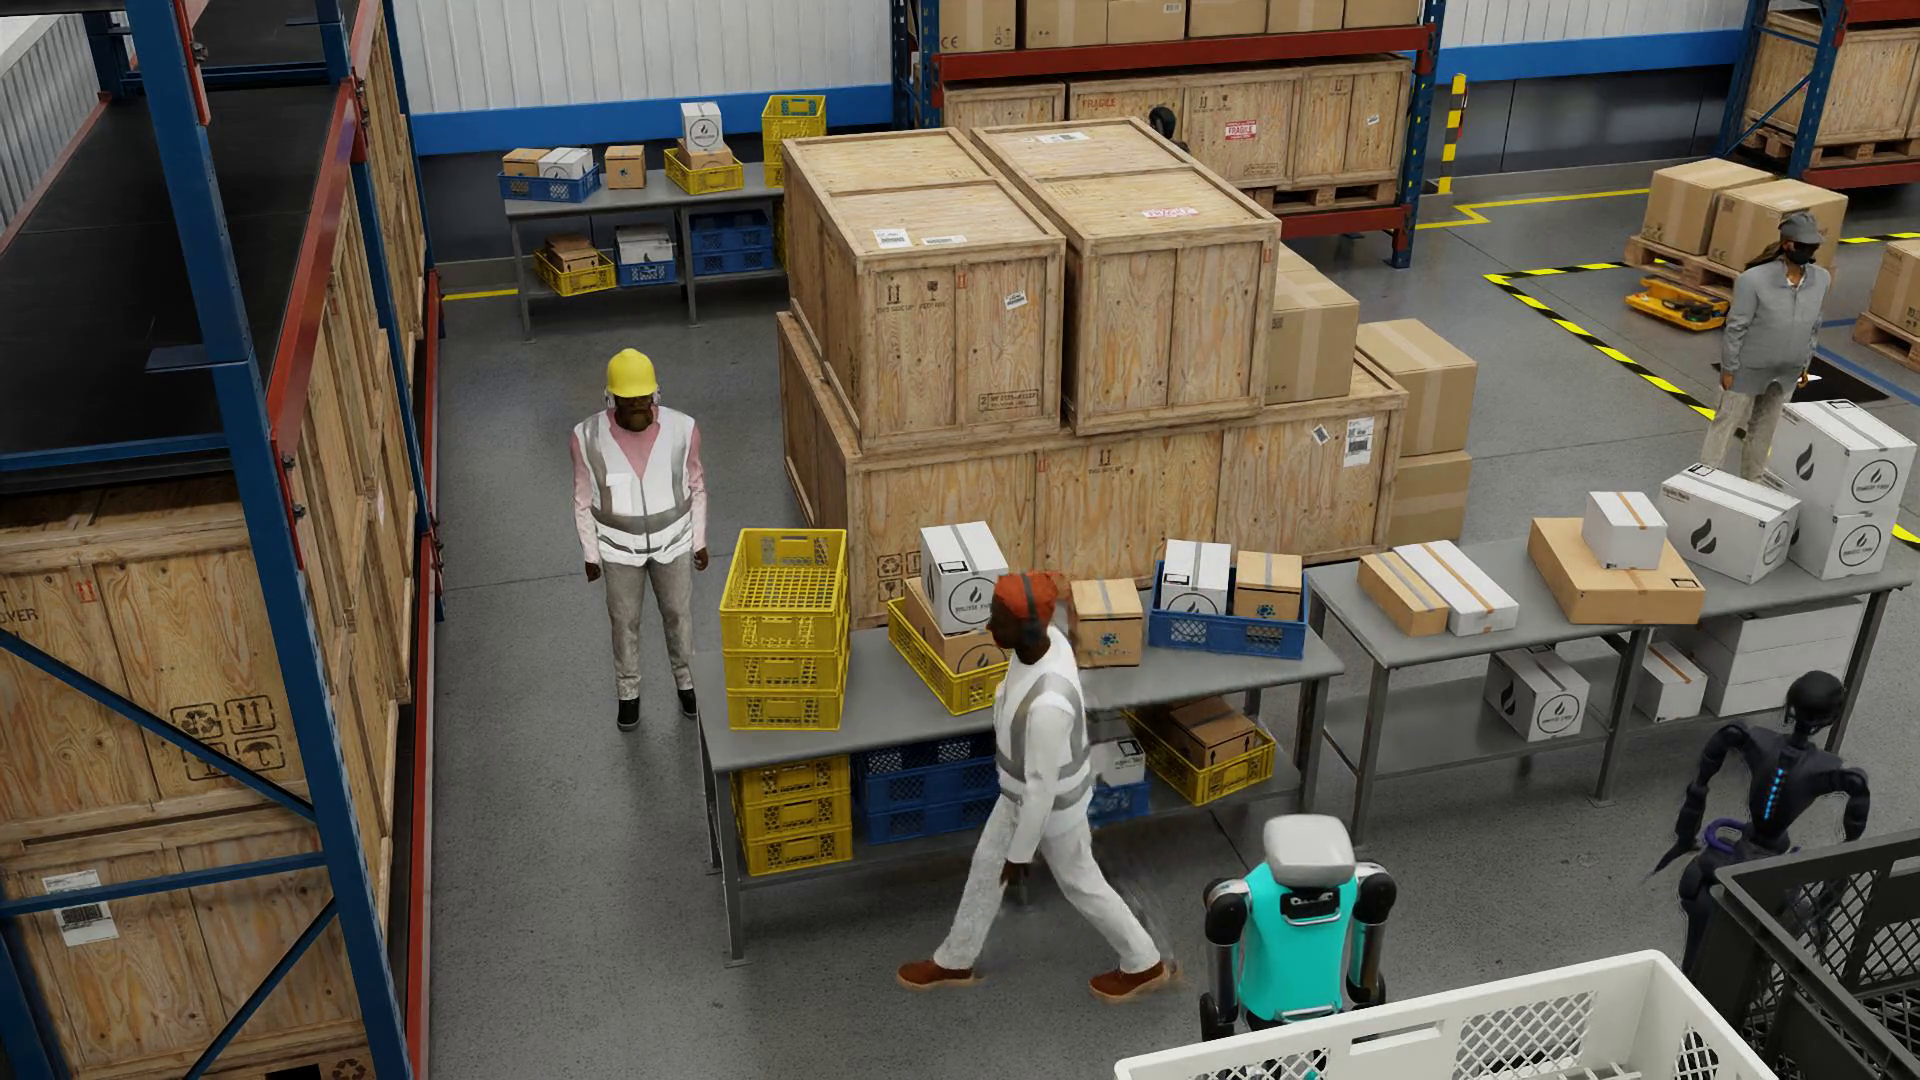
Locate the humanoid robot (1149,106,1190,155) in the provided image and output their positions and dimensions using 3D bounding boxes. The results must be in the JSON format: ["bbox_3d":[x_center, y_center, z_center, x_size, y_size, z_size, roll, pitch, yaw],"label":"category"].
[{"bbox_3d":[1.395,-2.242,11.761,0.601,1.660,0.340,-18,34,-30],"label":"humanoid robot"}]

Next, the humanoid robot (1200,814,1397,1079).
[{"bbox_3d":[0.969,1.603,4.579,0.533,1.695,0.726,-5,29,-9],"label":"humanoid robot"}]

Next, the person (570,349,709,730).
[{"bbox_3d":[-1.416,0.007,7.478,0.589,1.837,0.404,-8,30,-14],"label":"person"}]

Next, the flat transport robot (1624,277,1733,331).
[{"bbox_3d":[5.760,-1.891,12.519,1.431,0.197,0.652,-16,33,-27],"label":"flat transport robot"}]

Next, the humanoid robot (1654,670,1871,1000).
[{"bbox_3d":[2.660,1.149,5.631,0.595,1.632,0.788,22,36,35],"label":"humanoid robot"}]

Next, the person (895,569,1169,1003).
[{"bbox_3d":[0.310,0.907,5.860,1.015,1.830,0.581,-4,29,-7],"label":"person"}]

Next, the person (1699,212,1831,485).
[{"bbox_3d":[4.505,-0.980,9.340,0.563,1.769,0.399,-5,29,-8],"label":"person"}]
